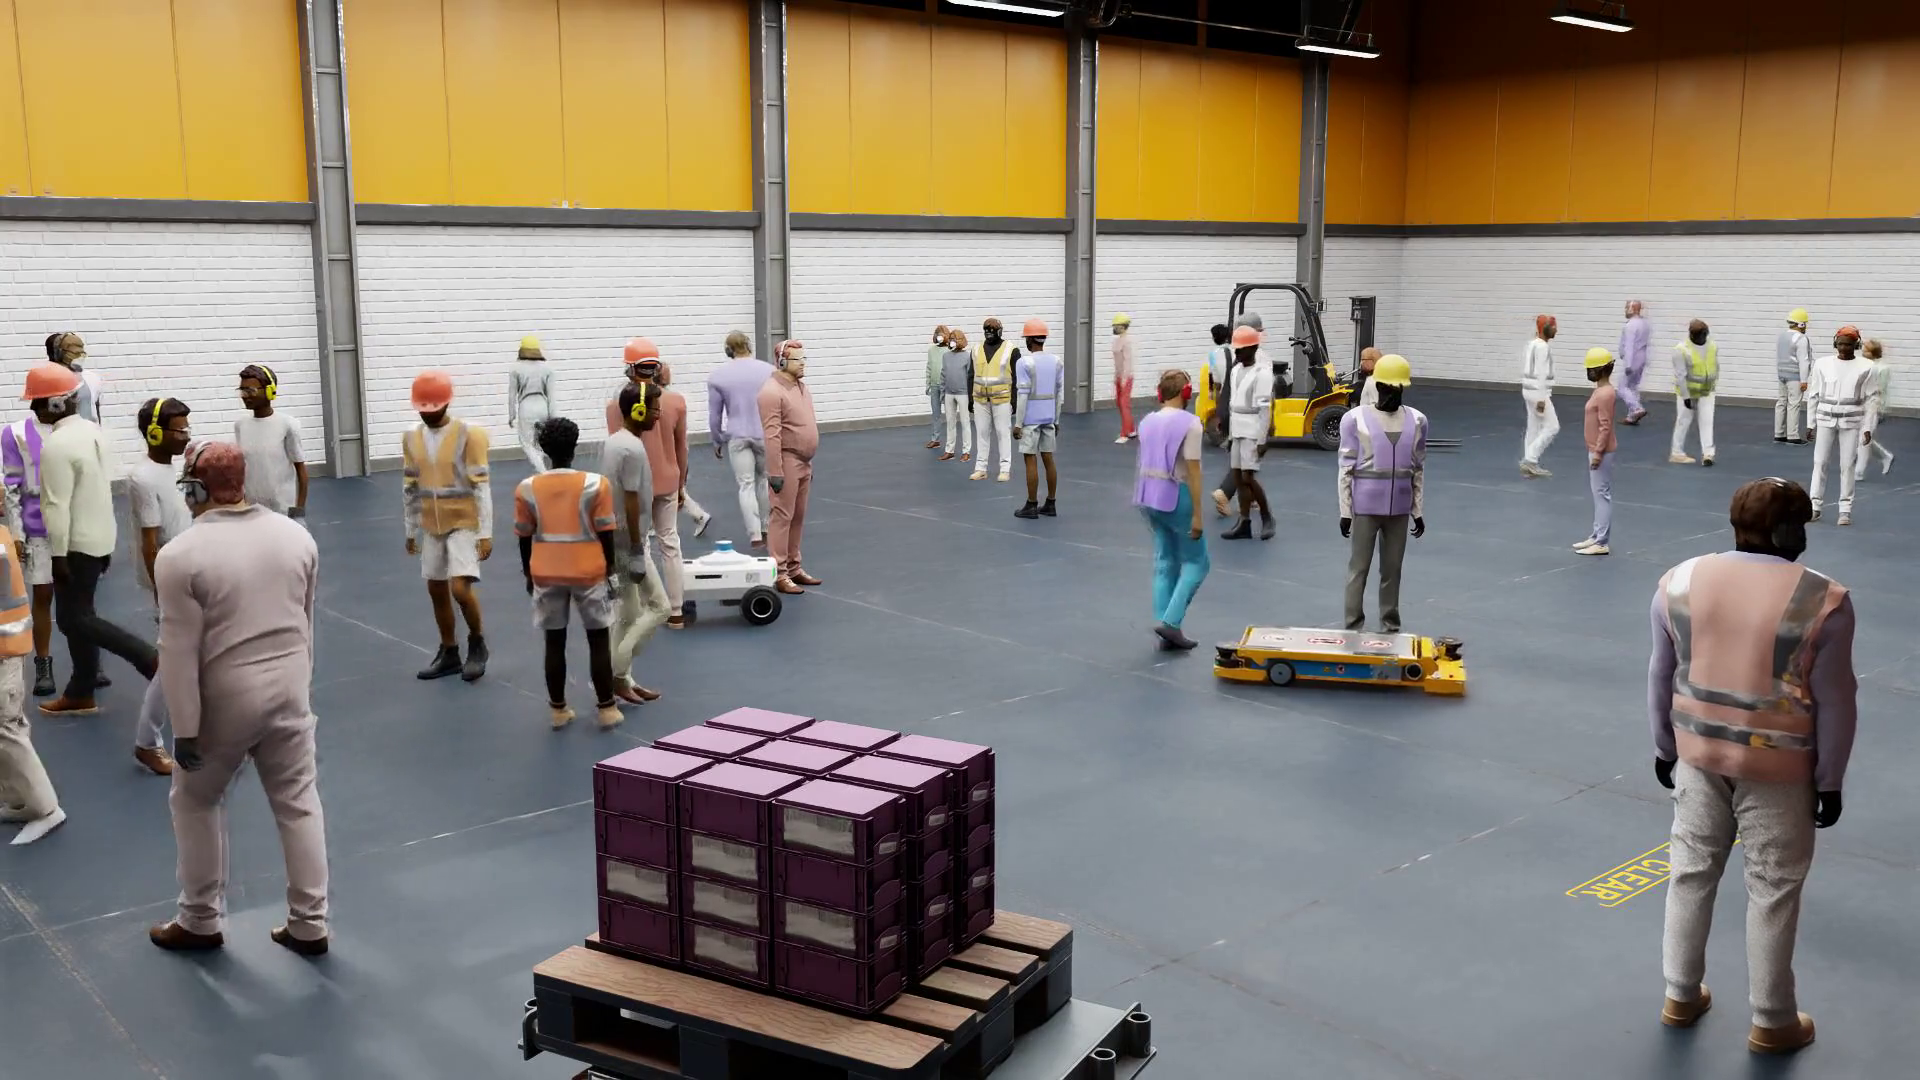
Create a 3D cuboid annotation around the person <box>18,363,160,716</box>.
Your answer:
[{"bbox_3d":[-4.703,0.018,9.062,0.756,1.965,0.640,-1,10,-6],"label":"person"}]

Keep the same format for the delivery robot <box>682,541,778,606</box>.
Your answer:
[{"bbox_3d":[-1.631,0.249,11.550,0.707,0.478,0.477,-2,10,-10],"label":"delivery robot"}]

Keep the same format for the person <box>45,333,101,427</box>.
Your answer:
[{"bbox_3d":[-7.199,-0.722,13.543,0.392,1.914,0.587,1,10,7],"label":"person"}]

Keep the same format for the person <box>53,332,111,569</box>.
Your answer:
[{"bbox_3d":[-7.052,-0.676,13.214,0.370,1.934,0.627,-1,10,-8],"label":"person"}]

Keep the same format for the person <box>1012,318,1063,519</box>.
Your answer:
[{"bbox_3d":[0.729,-1.173,16.114,0.553,1.933,0.370,-7,12,-37],"label":"person"}]

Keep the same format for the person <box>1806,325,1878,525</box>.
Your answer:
[{"bbox_3d":[8.327,-1.087,15.752,0.573,1.887,0.355,7,12,35],"label":"person"}]

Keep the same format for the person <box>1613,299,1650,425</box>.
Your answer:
[{"bbox_3d":[10.048,-2.645,24.861,0.431,1.894,0.653,9,13,43],"label":"person"}]

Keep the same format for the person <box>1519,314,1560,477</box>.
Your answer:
[{"bbox_3d":[6.648,-1.635,19.005,0.414,1.872,0.615,1,10,8],"label":"person"}]

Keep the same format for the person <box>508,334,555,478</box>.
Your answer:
[{"bbox_3d":[-4.541,-1.347,17.778,0.487,1.711,0.751,-7,12,-34],"label":"person"}]

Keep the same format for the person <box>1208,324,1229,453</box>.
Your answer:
[{"bbox_3d":[3.446,-1.952,21.491,0.554,1.649,0.644,-7,12,-35],"label":"person"}]

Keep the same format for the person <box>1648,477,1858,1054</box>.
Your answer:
[{"bbox_3d":[2.538,0.713,5.356,0.430,1.840,0.626,-9,13,-41],"label":"person"}]

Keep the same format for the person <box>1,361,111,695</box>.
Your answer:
[{"bbox_3d":[-5.230,-0.072,9.683,0.542,1.931,0.376,-7,12,-34],"label":"person"}]

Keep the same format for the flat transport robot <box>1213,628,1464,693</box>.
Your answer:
[{"bbox_3d":[2.279,0.703,10.000,1.431,0.197,0.652,3,10,15],"label":"flat transport robot"}]

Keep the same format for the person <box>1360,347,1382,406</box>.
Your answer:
[{"bbox_3d":[4.087,-1.095,16.541,0.266,1.631,0.507,3,10,14],"label":"person"}]

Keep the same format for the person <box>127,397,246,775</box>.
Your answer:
[{"bbox_3d":[-3.837,0.237,8.104,0.504,1.857,0.549,-2,10,-9],"label":"person"}]

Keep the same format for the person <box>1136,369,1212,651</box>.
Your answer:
[{"bbox_3d":[1.375,-0.182,10.658,0.441,1.811,0.639,-6,11,-32],"label":"person"}]

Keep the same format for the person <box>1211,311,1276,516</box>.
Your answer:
[{"bbox_3d":[2.754,-1.249,16.255,0.910,2.000,0.686,-7,12,-35],"label":"person"}]

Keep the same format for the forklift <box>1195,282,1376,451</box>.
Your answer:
[{"bbox_3d":[4.328,-2.346,22.227,2.313,2.155,1.214,3,10,16],"label":"forklift"}]

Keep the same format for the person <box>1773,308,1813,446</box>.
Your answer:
[{"bbox_3d":[11.202,-2.186,22.338,0.404,1.836,0.586,-1,10,-8],"label":"person"}]

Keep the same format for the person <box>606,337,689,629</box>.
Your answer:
[{"bbox_3d":[-2.101,-0.356,11.161,0.608,1.995,0.377,-9,13,-42],"label":"person"}]

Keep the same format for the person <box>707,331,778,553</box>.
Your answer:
[{"bbox_3d":[-1.838,-0.867,14.476,0.700,1.882,0.916,-2,10,-14],"label":"person"}]

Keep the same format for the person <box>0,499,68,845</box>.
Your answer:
[{"bbox_3d":[-4.161,0.501,7.241,0.392,1.639,0.540,-5,11,-25],"label":"person"}]

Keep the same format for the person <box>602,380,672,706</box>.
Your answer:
[{"bbox_3d":[-1.827,0.031,9.312,0.374,1.850,0.532,-6,12,-33],"label":"person"}]

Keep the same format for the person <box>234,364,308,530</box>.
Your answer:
[{"bbox_3d":[-4.311,-0.163,10.396,0.514,1.871,0.327,3,10,18],"label":"person"}]

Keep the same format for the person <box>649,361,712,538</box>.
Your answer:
[{"bbox_3d":[-2.617,-0.805,14.907,0.740,1.616,0.522,0,10,2],"label":"person"}]

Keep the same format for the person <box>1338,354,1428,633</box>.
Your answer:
[{"bbox_3d":[2.673,-0.212,10.518,0.587,1.926,0.366,-2,10,-12],"label":"person"}]

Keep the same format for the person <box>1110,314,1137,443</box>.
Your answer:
[{"bbox_3d":[2.249,-2.193,22.680,0.392,1.738,0.668,-1,10,-7],"label":"person"}]

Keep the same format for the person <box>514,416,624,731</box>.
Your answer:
[{"bbox_3d":[-2.080,0.192,8.834,0.554,1.694,0.356,1,10,3],"label":"person"}]

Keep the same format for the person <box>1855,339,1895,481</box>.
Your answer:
[{"bbox_3d":[10.298,-1.461,18.737,0.642,1.614,0.518,-1,10,-8],"label":"person"}]

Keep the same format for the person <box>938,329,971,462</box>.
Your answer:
[{"bbox_3d":[-0.037,-1.788,20.595,0.498,1.634,0.280,6,11,32],"label":"person"}]

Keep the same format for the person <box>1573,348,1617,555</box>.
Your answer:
[{"bbox_3d":[5.417,-0.750,14.157,0.327,1.760,0.523,3,10,18],"label":"person"}]

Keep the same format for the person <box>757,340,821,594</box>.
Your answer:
[{"bbox_3d":[-1.270,-0.558,12.597,0.409,1.906,0.652,3,10,17],"label":"person"}]

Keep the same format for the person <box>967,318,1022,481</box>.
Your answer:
[{"bbox_3d":[0.367,-1.580,18.771,0.633,1.842,0.429,4,10,22],"label":"person"}]

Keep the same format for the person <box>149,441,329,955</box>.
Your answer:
[{"bbox_3d":[-2.643,0.577,6.045,0.782,1.877,0.667,6,12,33],"label":"person"}]

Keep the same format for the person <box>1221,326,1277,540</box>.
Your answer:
[{"bbox_3d":[2.613,-0.947,14.840,0.532,1.923,0.557,-4,10,-21],"label":"person"}]

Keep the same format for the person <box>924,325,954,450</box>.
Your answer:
[{"bbox_3d":[-0.244,-2.006,21.868,0.500,1.636,0.280,7,12,34],"label":"person"}]

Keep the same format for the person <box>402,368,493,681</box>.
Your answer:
[{"bbox_3d":[-3.018,-0.068,9.783,0.634,1.888,0.545,3,10,18],"label":"person"}]

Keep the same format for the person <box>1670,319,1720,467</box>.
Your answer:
[{"bbox_3d":[8.895,-1.768,20.084,0.667,1.781,0.813,-1,10,-5],"label":"person"}]
